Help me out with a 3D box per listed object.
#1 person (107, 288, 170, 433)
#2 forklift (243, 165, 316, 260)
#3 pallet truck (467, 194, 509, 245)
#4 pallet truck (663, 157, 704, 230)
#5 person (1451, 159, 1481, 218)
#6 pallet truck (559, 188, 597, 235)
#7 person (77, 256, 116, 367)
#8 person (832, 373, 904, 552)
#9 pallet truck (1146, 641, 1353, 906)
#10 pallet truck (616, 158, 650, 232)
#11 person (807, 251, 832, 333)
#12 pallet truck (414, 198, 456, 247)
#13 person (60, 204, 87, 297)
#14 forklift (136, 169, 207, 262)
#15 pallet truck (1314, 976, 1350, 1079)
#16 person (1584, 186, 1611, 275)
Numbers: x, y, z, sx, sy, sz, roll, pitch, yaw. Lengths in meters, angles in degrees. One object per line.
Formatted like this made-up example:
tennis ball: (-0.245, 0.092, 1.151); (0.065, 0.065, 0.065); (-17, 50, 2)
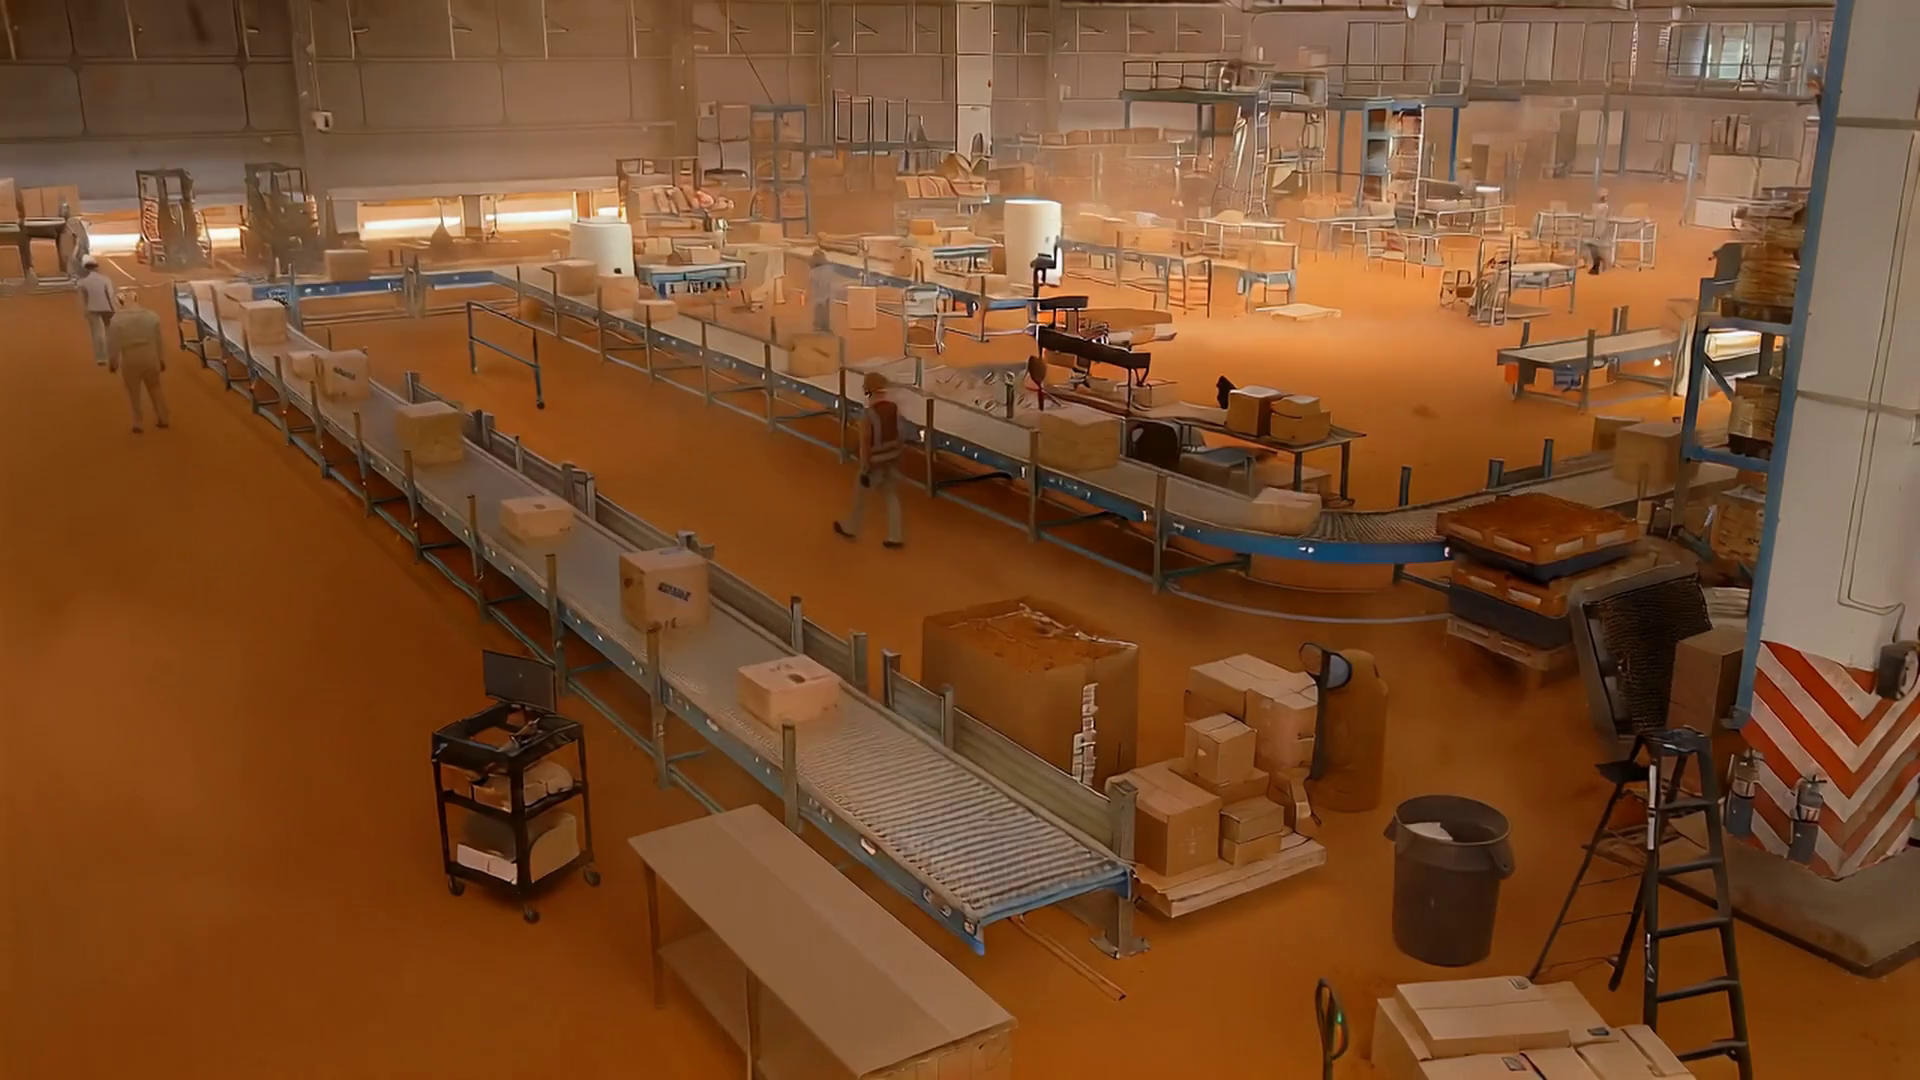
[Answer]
person: (-10.733, -2.338, 21.684); (0.493, 1.892, 0.653); (14, 22, 39)
forklift: (-15.898, -7.669, 38.708); (1.157, 1.987, 2.680); (-11, 20, -33)
pallet truck: (-11.983, -8.177, 42.137); (0.704, 1.261, 1.522); (-11, 20, -33)
pallet truck: (-7.586, -9.308, 44.692); (0.823, 1.965, 1.885); (-11, 20, -33)
person: (14.623, -10.134, 47.964); (0.497, 1.693, 0.881); (-11, 20, -33)
pallet truck: (-10.010, -8.652, 43.699); (0.653, 1.274, 1.630); (-10, 20, -31)
person: (-13.590, -3.612, 26.223); (0.538, 1.718, 0.917); (-6, 18, -19)
person: (-0.900, -0.796, 16.707); (0.907, 1.791, 0.623); (15, 22, 40)
pallet truck: (1.664, 1.407, 10.232); (1.630, 1.274, 0.653); (-10, 20, -31)
pallet truck: (-8.918, -9.176, 44.255); (0.823, 1.965, 1.885); (-9, 19, -27)
person: (-2.338, -3.979, 27.609); (0.512, 1.617, 0.516); (-16, 23, -42)
pallet truck: (-13.250, -8.060, 41.856); (0.680, 1.201, 1.601); (-10, 20, -31)
person: (-17.692, -5.804, 33.294); (0.372, 1.843, 0.570); (-6, 18, -18)
forklift: (-17.842, -7.318, 37.559); (1.157, 1.987, 2.680); (-10, 20, -31)
pallet truck: (2.299, 2.390, 7.086); (1.601, 1.201, 0.680); (-2, 17, -7)
person: (13.990, -6.758, 36.333); (0.463, 1.917, 0.571); (2, 17, 8)
